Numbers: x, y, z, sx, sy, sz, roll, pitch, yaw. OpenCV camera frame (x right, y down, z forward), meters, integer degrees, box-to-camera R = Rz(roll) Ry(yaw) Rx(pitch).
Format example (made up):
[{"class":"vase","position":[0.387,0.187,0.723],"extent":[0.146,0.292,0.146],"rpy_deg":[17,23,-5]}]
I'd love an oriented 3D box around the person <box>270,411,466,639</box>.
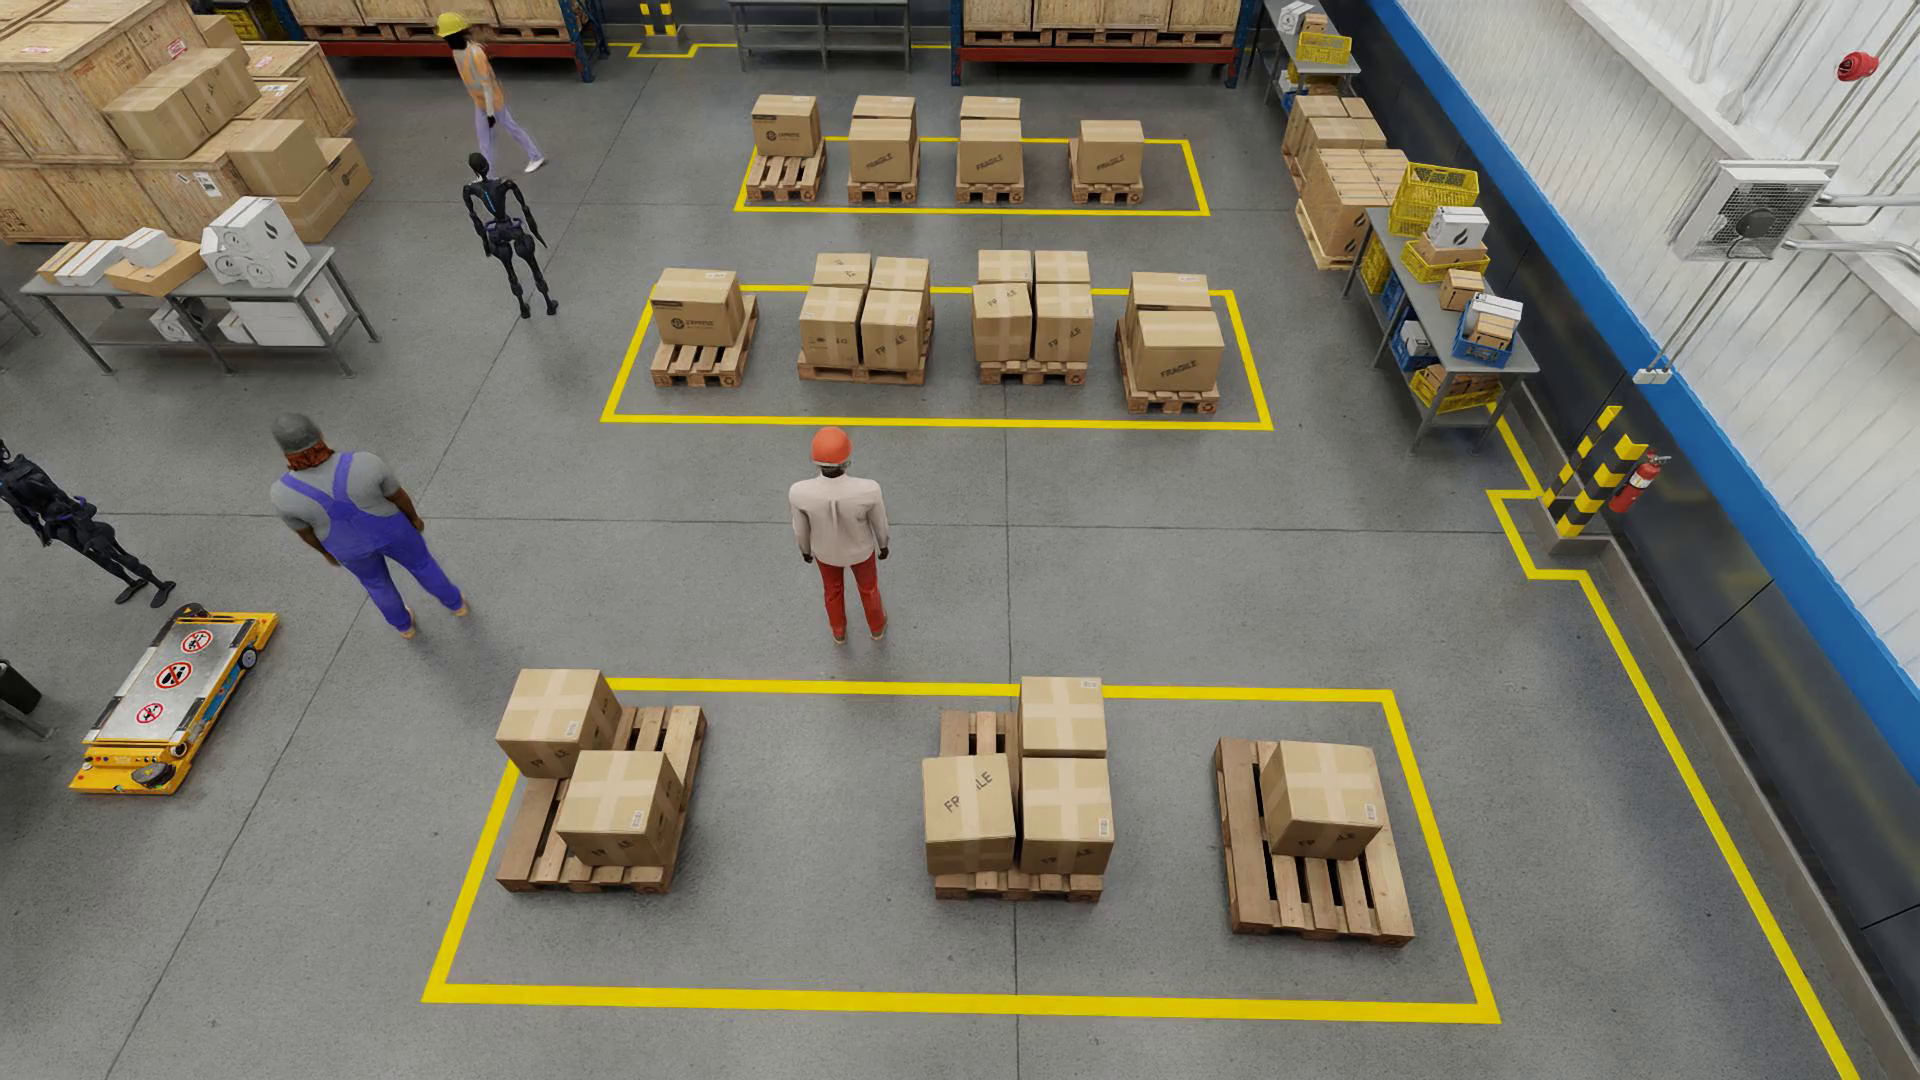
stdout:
[{"class":"person","position":[-4.071,-0.096,6.289],"extent":[0.680,2.000,0.536],"rpy_deg":[-25,54,-20]}]

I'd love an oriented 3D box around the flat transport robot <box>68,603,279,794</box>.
[{"class":"flat transport robot","position":[-5.504,1.072,6.442],"extent":[0.652,0.197,1.431],"rpy_deg":[1,50,1]}]

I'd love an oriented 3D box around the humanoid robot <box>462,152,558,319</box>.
[{"class":"humanoid robot","position":[-4.397,-2.960,8.947],"extent":[0.573,1.651,0.339],"rpy_deg":[-9,50,-8]}]

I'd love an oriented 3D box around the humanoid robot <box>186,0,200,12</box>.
[{"class":"humanoid robot","position":[-9.903,-6.464,11.913],"extent":[0.565,1.651,0.349],"rpy_deg":[-28,55,-22]}]

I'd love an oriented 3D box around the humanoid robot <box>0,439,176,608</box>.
[{"class":"humanoid robot","position":[-6.336,-0.092,6.513],"extent":[0.589,1.657,0.327],"rpy_deg":[7,50,6]}]

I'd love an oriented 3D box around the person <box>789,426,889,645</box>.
[{"class":"person","position":[-0.786,0.022,6.220],"extent":[0.616,1.990,0.391],"rpy_deg":[-3,50,-2]}]

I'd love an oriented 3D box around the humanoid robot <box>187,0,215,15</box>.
[{"class":"humanoid robot","position":[-9.728,-6.577,12.038],"extent":[0.745,1.626,0.556],"rpy_deg":[-16,52,-13]}]

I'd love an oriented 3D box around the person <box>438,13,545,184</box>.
[{"class":"person","position":[-5.510,-5.074,10.607],"extent":[0.605,1.873,0.981],"rpy_deg":[27,55,21]}]
